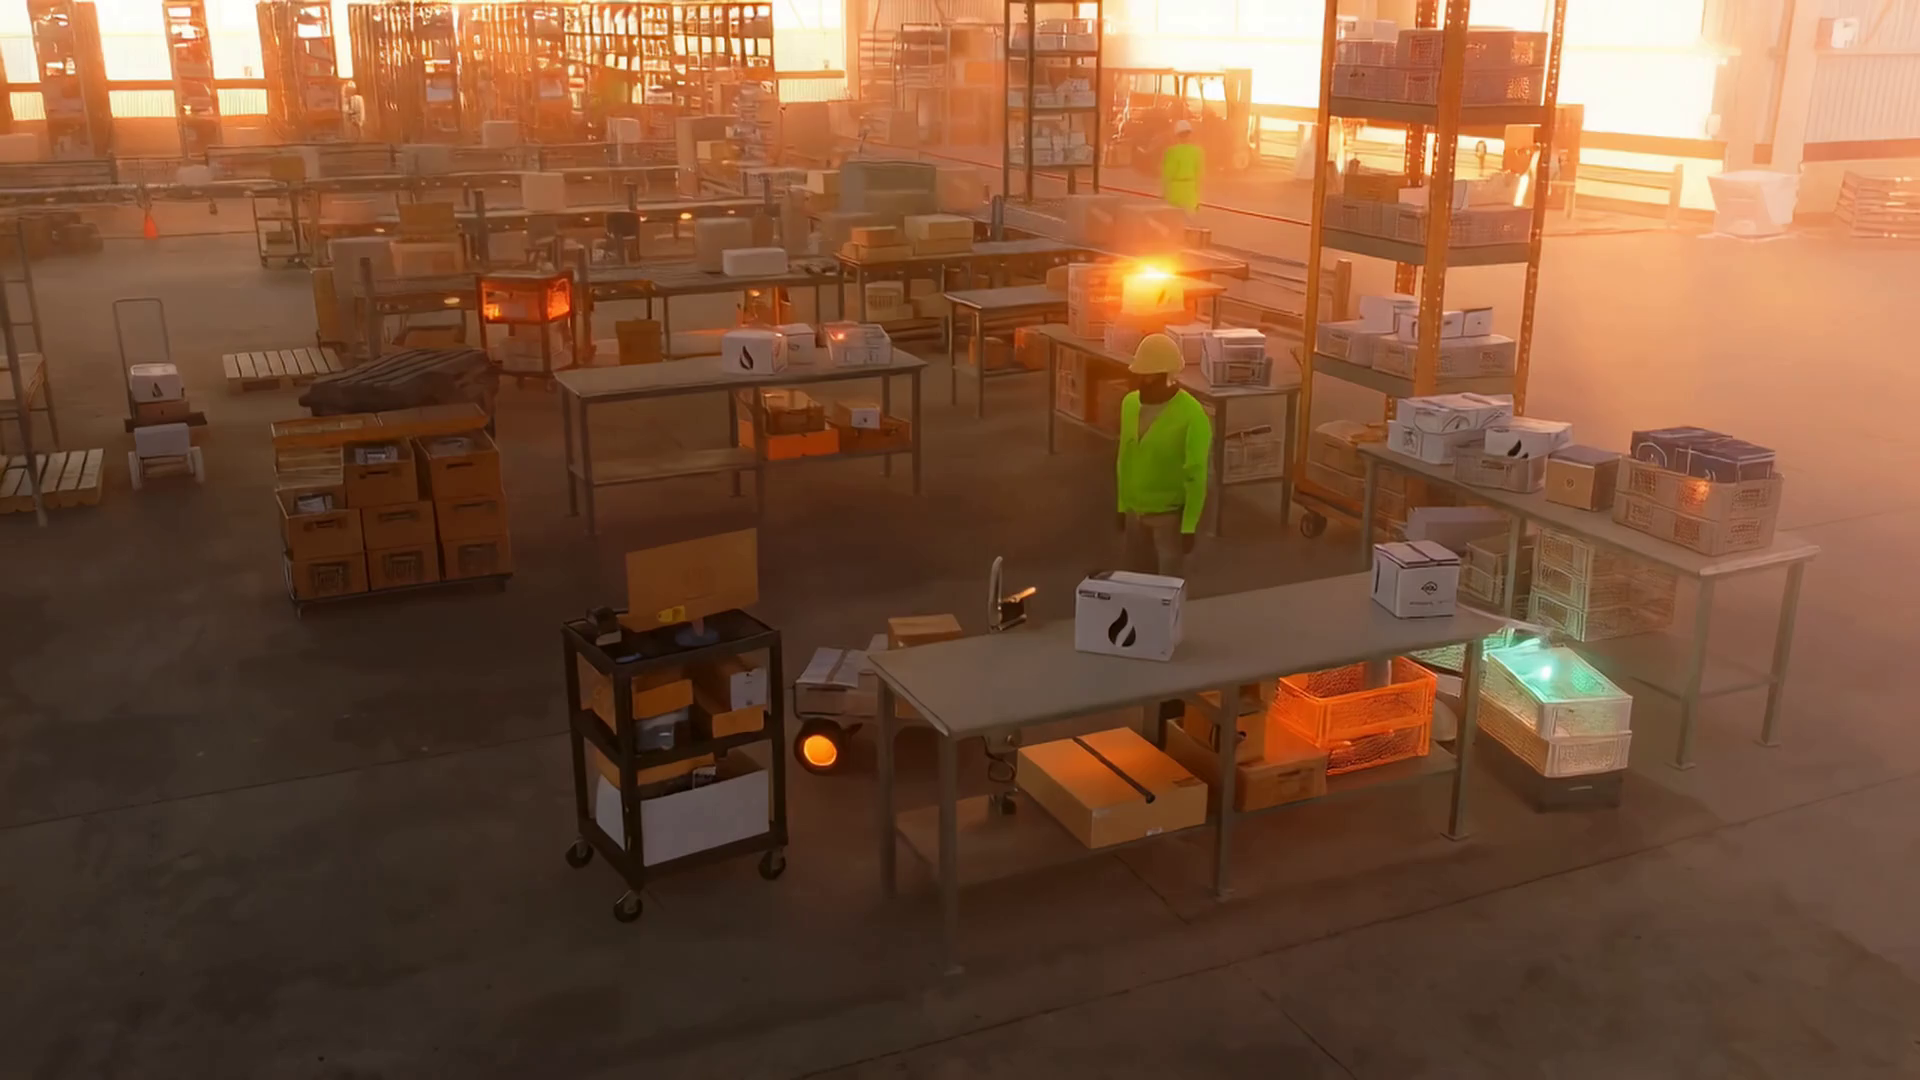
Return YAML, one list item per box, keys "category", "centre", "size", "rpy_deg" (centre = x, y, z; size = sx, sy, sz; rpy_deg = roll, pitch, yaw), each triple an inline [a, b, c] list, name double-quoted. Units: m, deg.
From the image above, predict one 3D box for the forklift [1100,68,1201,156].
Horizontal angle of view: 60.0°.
- category: "forklift"
  centre: [4.082, -9.564, 37.410]
  size: [2.680, 1.987, 1.157]
  rpy_deg: [-8, 19, -23]

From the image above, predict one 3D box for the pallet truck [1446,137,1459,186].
- category: "pallet truck"
  centre: [9.184, -6.485, 29.328]
  size: [1.630, 1.274, 0.653]
  rpy_deg: [-8, 19, -23]

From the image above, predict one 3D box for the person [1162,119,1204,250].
- category: "person"
  centre: [2.996, -4.617, 22.319]
  size: [0.631, 2.002, 1.043]
  rpy_deg: [-6, 19, -18]

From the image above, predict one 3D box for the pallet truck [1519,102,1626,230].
- category: "pallet truck"
  centre: [9.972, -6.037, 26.785]
  size: [1.885, 1.965, 0.823]
  rpy_deg: [-9, 20, -25]

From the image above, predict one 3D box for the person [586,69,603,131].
- category: "person"
  centre: [-10.334, -12.358, 46.980]
  size: [0.452, 1.829, 0.570]
  rpy_deg: [-8, 19, -24]

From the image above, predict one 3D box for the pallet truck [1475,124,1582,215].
- category: "pallet truck"
  centre: [9.707, -6.455, 28.103]
  size: [1.885, 1.965, 0.823]
  rpy_deg: [-7, 19, -20]

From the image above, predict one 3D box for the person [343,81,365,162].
- category: "person"
  centre: [-14.092, -9.721, 38.652]
  size: [0.599, 1.836, 0.404]
  rpy_deg: [10, 20, 27]

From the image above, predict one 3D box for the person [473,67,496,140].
- category: "person"
  centre: [-12.676, -11.652, 44.510]
  size: [0.692, 1.975, 0.623]
  rpy_deg: [-1, 18, -3]

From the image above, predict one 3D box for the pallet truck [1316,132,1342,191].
- category: "pallet truck"
  centre: [7.723, -7.504, 32.656]
  size: [1.601, 1.201, 0.680]
  rpy_deg: [-8, 19, -23]

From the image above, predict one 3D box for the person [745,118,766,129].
- category: "person"
  centre: [-4.272, -8.364, 34.521]
  size: [0.530, 1.742, 0.536]
  rpy_deg: [12, 21, 33]

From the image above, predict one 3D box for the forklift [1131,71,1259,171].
- category: "forklift"
  centre: [4.998, -8.936, 35.413]
  size: [2.680, 1.987, 1.157]
  rpy_deg: [-9, 20, -25]

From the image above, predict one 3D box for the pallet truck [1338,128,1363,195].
- category: "pallet truck"
  centre: [7.845, -7.140, 31.411]
  size: [1.522, 1.261, 0.704]
  rpy_deg: [-9, 20, -25]

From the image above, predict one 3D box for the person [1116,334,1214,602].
- category: "person"
  centre: [1.012, -0.160, 8.559]
  size: [0.403, 1.825, 0.597]
  rpy_deg: [-14, 22, -37]
